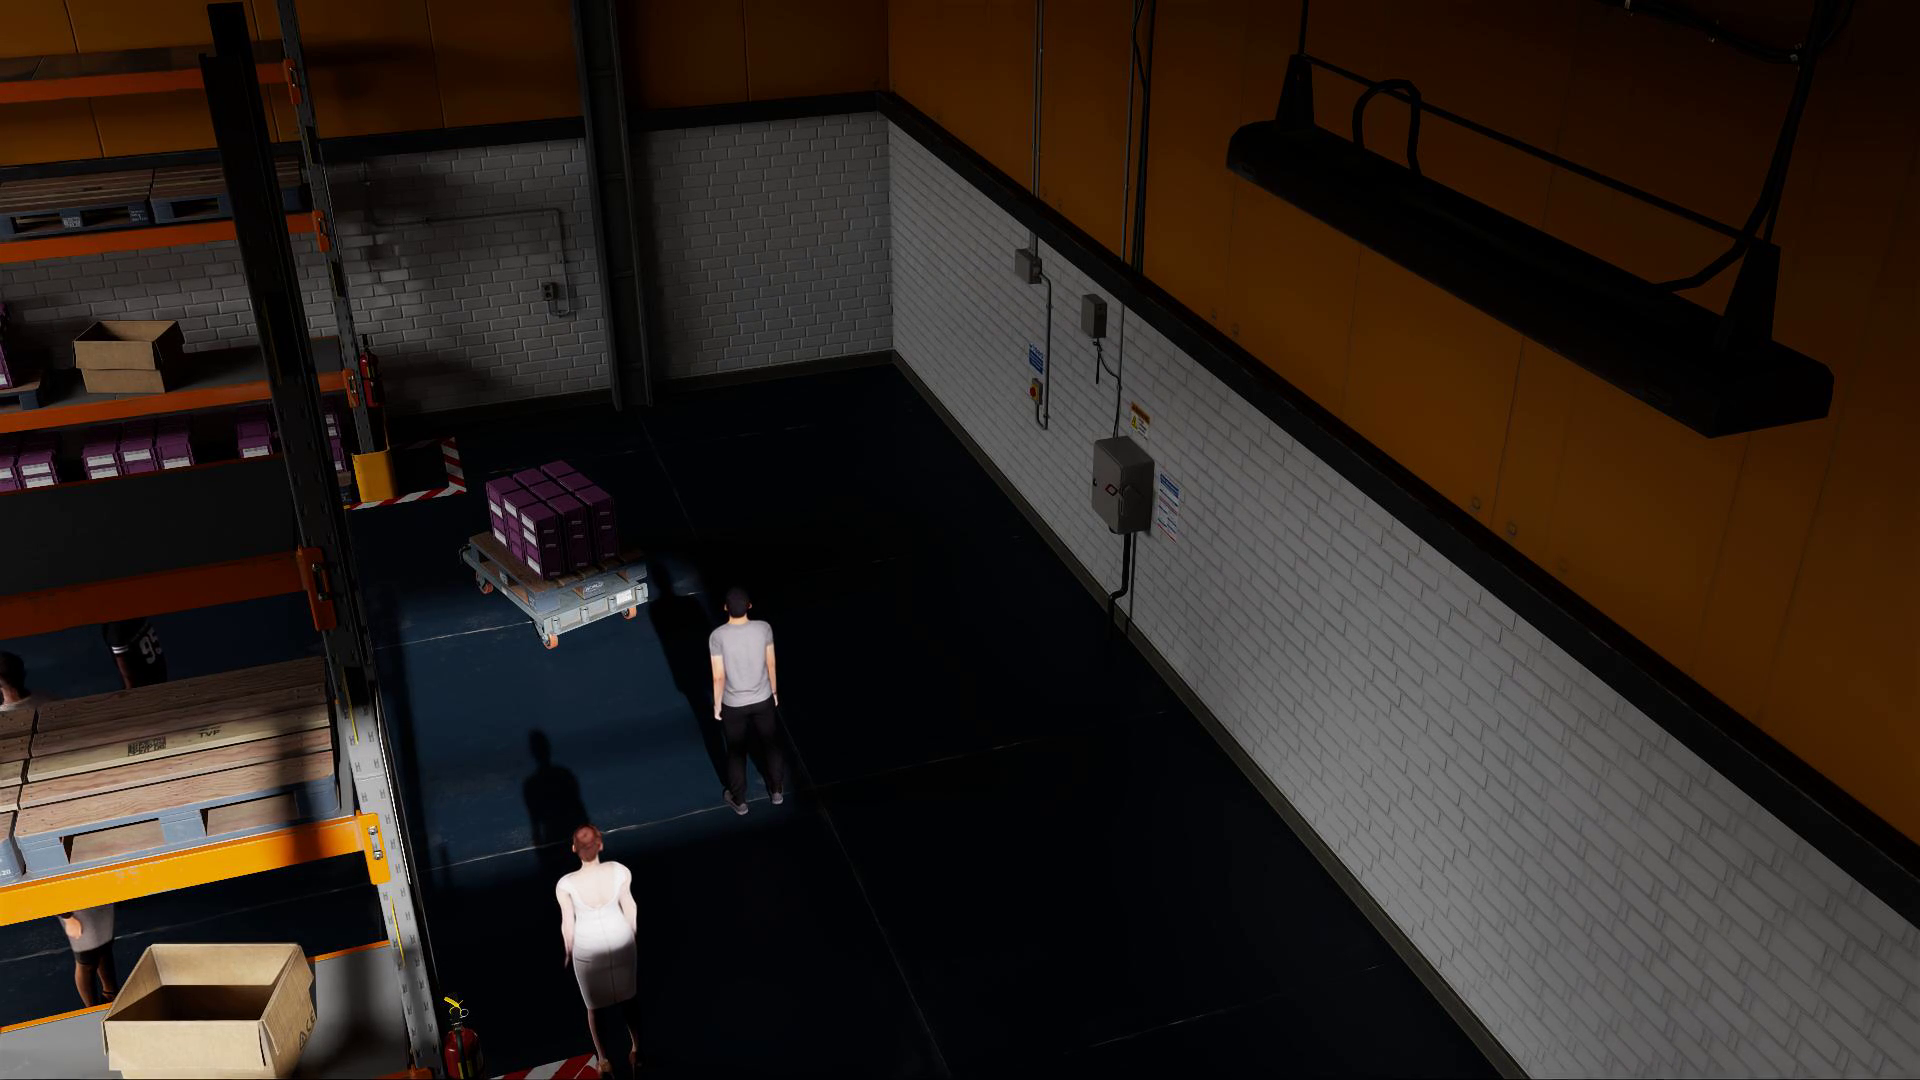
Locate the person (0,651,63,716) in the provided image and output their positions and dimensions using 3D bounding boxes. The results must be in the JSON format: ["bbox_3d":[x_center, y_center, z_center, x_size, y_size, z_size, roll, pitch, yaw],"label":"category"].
[{"bbox_3d":[-5.686,1.550,10.402,1.004,1.811,0.967,18,33,30],"label":"person"}]

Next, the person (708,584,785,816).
[{"bbox_3d":[-1.455,1.077,11.329,0.487,1.754,0.682,-11,31,-19],"label":"person"}]

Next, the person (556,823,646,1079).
[{"bbox_3d":[-1.958,2.262,9.115,0.421,1.793,0.643,-11,31,-19],"label":"person"}]
